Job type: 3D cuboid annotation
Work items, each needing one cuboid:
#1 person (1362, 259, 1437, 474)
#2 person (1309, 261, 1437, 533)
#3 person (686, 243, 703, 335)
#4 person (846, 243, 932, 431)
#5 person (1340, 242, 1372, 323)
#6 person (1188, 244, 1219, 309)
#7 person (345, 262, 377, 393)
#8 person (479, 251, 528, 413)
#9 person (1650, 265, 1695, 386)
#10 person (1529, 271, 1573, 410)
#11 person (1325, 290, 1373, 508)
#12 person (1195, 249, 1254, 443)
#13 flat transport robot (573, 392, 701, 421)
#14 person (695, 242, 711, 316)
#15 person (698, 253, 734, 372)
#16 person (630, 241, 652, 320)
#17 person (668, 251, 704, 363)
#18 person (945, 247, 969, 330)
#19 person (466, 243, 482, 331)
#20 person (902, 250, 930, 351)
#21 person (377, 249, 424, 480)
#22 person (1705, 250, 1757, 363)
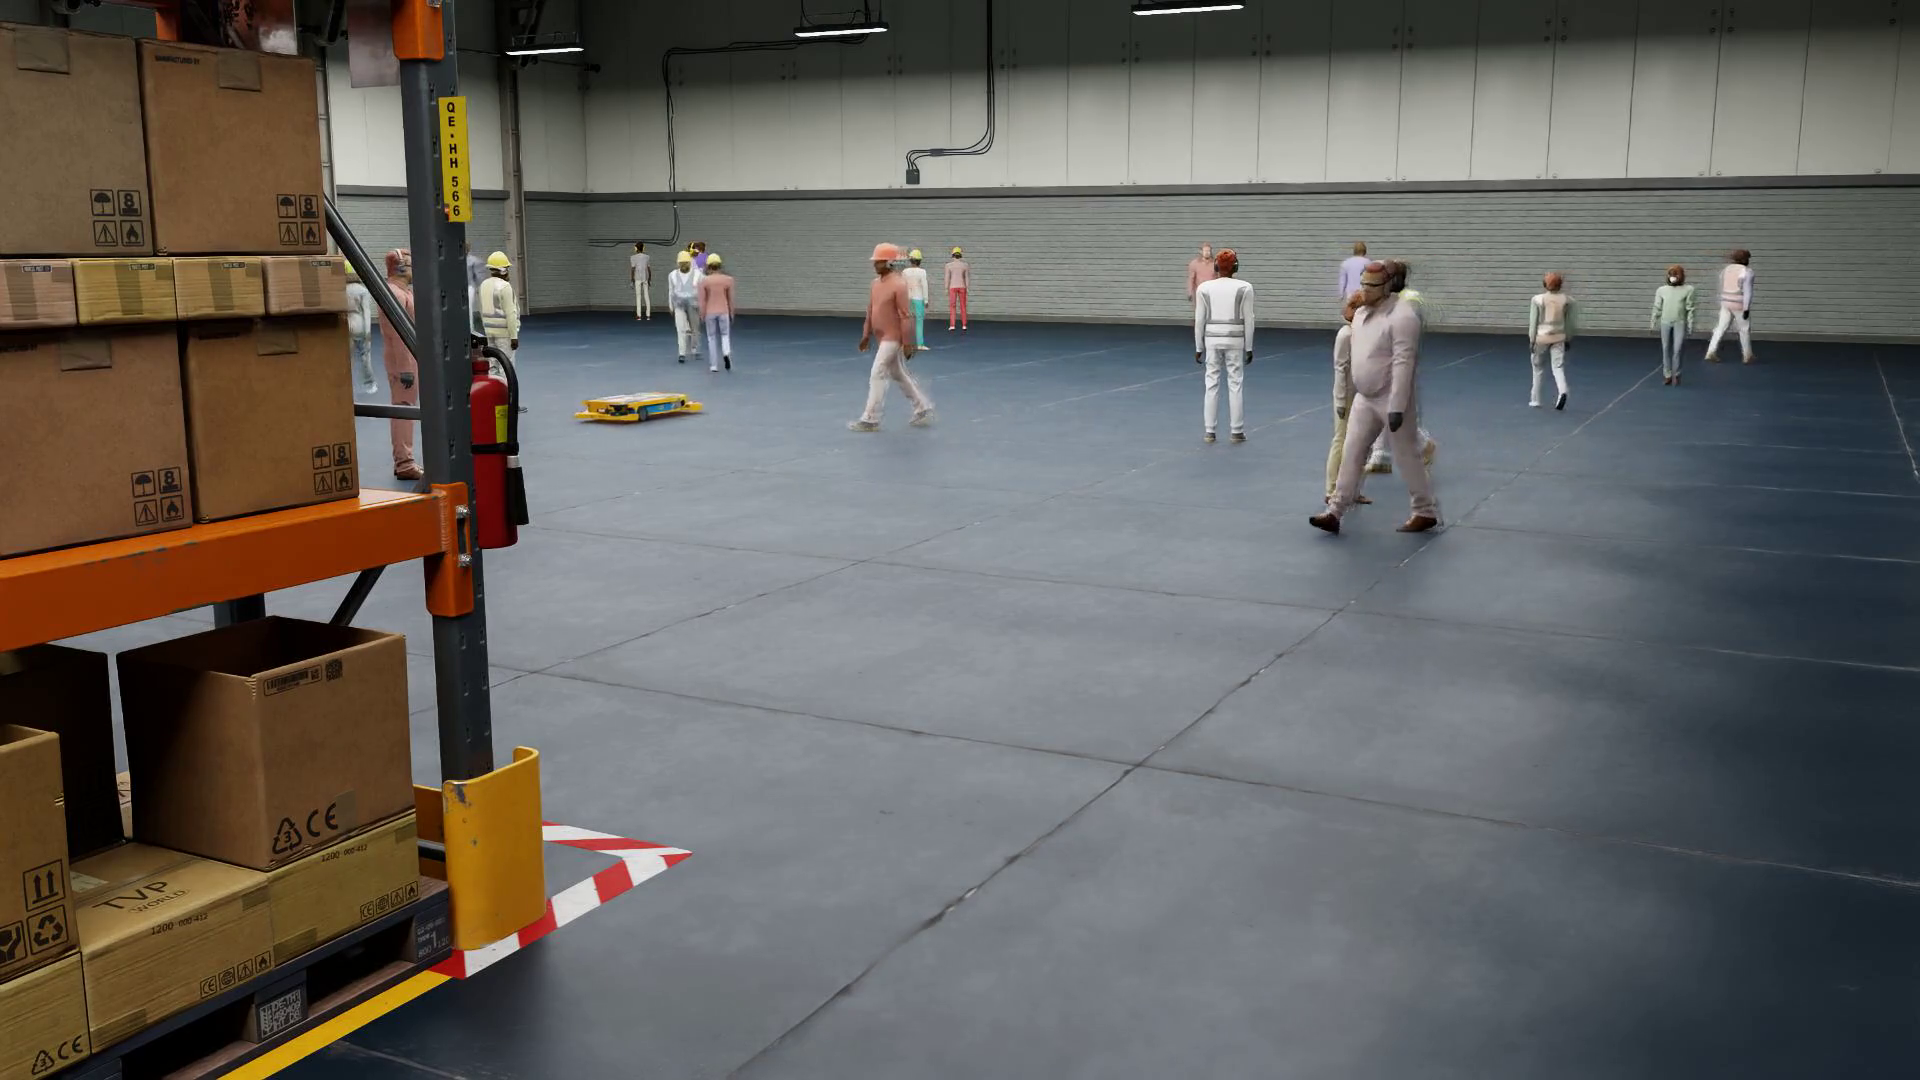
[{"bbox_3d":[3.685,-1.447,14.032,0.547,1.830,0.637,-2,11,-13],"label":"person"},{"bbox_3d":[2.823,-0.938,11.191,1.014,1.854,0.674,-5,11,-24],"label":"person"},{"bbox_3d":[-5.458,-5.132,34.011,0.315,1.864,0.526,-3,11,-18],"label":"person"},{"bbox_3d":[-0.707,-2.123,17.399,1.028,1.955,0.604,-5,12,-27],"label":"person"},{"bbox_3d":[7.281,-4.511,30.553,0.641,1.905,0.964,7,13,35],"label":"person"},{"bbox_3d":[4.746,-4.807,32.261,0.659,1.861,0.995,1,10,5],"label":"person"},{"bbox_3d":[-7.683,-2.670,21.039,0.502,1.695,0.895,0,10,0],"label":"person"},{"bbox_3d":[-5.215,-2.360,18.971,0.596,1.837,0.404,9,14,41],"label":"person"},{"bbox_3d":[9.578,-2.882,22.399,0.539,1.615,0.526,8,13,36],"label":"person"},{"bbox_3d":[6.882,-2.315,19.341,0.523,1.610,0.745,0,10,0],"label":"person"},{"bbox_3d":[2.941,-1.047,12.404,0.298,1.623,0.506,9,14,42],"label":"person"},{"bbox_3d":[2.588,-1.889,16.278,0.572,1.883,0.358,4,11,19],"label":"person"},{"bbox_3d":[-3.581,-1.495,18.526,0.652,0.197,1.431,5,12,27],"label":"flat transport robot"},{"bbox_3d":[-6.549,-6.589,42.004,0.565,1.845,0.387,4,11,20],"label":"person"},{"bbox_3d":[-3.601,-3.357,24.614,0.542,1.755,0.460,-3,11,-17],"label":"person"},{"bbox_3d":[-7.648,-6.209,39.879,0.509,1.868,0.329,-5,12,-28],"label":"person"},{"bbox_3d":[-4.362,-3.729,26.634,0.611,1.785,0.935,0,10,-1],"label":"person"},{"bbox_3d":[-0.067,-5.355,35.492,0.526,1.768,0.331,-2,11,-9],"label":"person"},{"bbox_3d":[-10.014,-5.052,33.515,0.655,1.884,1.021,2,11,10],"label":"person"},{"bbox_3d":[-0.781,-4.218,29.295,0.524,1.769,0.308,6,12,31],"label":"person"},{"bbox_3d":[-4.609,-1.455,13.850,0.409,1.905,0.651,-4,11,-20],"label":"person"},{"bbox_3d":[12.297,-3.703,26.411,0.953,1.803,0.657,-5,11,-24],"label":"person"}]
